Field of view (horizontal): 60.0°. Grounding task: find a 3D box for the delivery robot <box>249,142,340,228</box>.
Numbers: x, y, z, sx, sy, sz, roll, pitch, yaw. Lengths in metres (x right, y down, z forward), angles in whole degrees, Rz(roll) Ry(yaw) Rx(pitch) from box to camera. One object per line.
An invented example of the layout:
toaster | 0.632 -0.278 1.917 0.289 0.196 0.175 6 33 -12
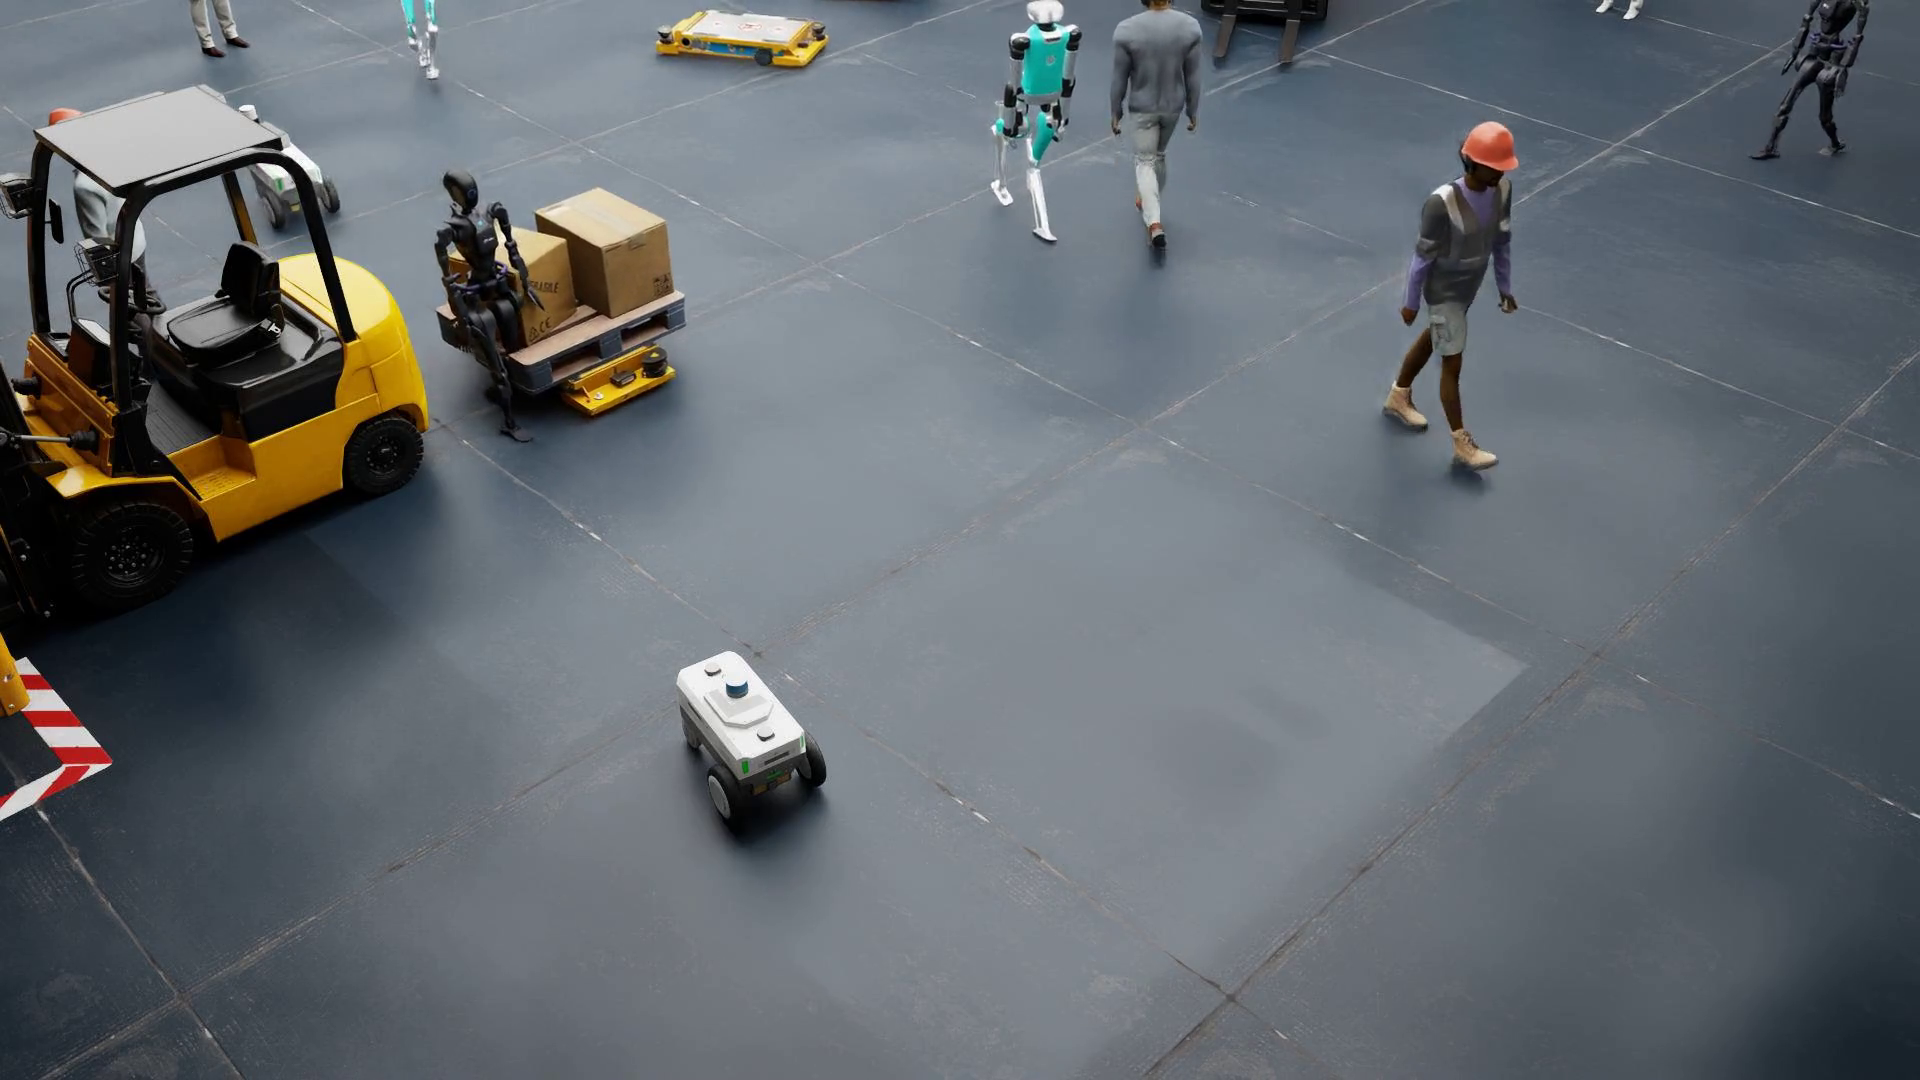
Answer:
delivery robot | -5.018 -2.711 12.380 0.499 0.587 0.777 -25 43 -30

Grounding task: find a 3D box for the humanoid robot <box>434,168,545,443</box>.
humanoid robot | -2.740 -1.406 9.727 0.604 1.651 0.594 22 42 27

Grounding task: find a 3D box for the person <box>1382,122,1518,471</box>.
person | 2.887 -1.379 9.391 0.624 1.995 0.998 -23 43 -28

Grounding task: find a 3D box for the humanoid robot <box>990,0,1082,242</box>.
humanoid robot | 0.441 -3.077 11.938 0.535 1.770 1.035 -16 40 -20

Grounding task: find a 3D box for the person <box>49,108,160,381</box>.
person | -5.188 -1.805 10.185 0.351 1.738 0.571 -4 37 -5

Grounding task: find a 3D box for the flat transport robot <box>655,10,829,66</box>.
flat transport robot | -1.975 -4.557 15.097 1.431 0.231 0.659 9 38 12

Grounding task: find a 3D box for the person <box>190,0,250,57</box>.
person | -6.718 -5.179 14.677 0.389 1.778 0.535 16 39 20

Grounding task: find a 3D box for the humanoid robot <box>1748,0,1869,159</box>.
humanoid robot | 6.711 -3.707 12.839 0.773 1.650 0.603 -13 39 -16

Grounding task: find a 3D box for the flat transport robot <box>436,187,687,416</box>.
flat transport robot | -2.526 -1.243 10.661 1.431 0.231 0.659 30 46 34

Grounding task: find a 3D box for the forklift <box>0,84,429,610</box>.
forklift | -4.145 -1.093 8.856 2.313 2.155 1.214 -31 47 -34

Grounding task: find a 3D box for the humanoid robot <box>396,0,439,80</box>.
humanoid robot | -4.623 -4.700 14.064 0.544 1.752 0.950 -7 37 -9

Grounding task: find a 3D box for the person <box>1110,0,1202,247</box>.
person | 1.381 -3.000 11.665 0.634 1.900 0.893 -7 37 -9

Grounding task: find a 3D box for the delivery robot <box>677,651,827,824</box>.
delivery robot | -0.993 0.864 7.602 0.499 0.596 0.795 -22 42 -26

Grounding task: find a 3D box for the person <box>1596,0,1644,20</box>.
person | 6.322 -5.697 15.485 0.518 1.632 0.313 30 46 34

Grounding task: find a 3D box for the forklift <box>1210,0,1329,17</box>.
forklift | 3.106 -6.400 15.960 1.214 2.155 2.313 8 37 10
